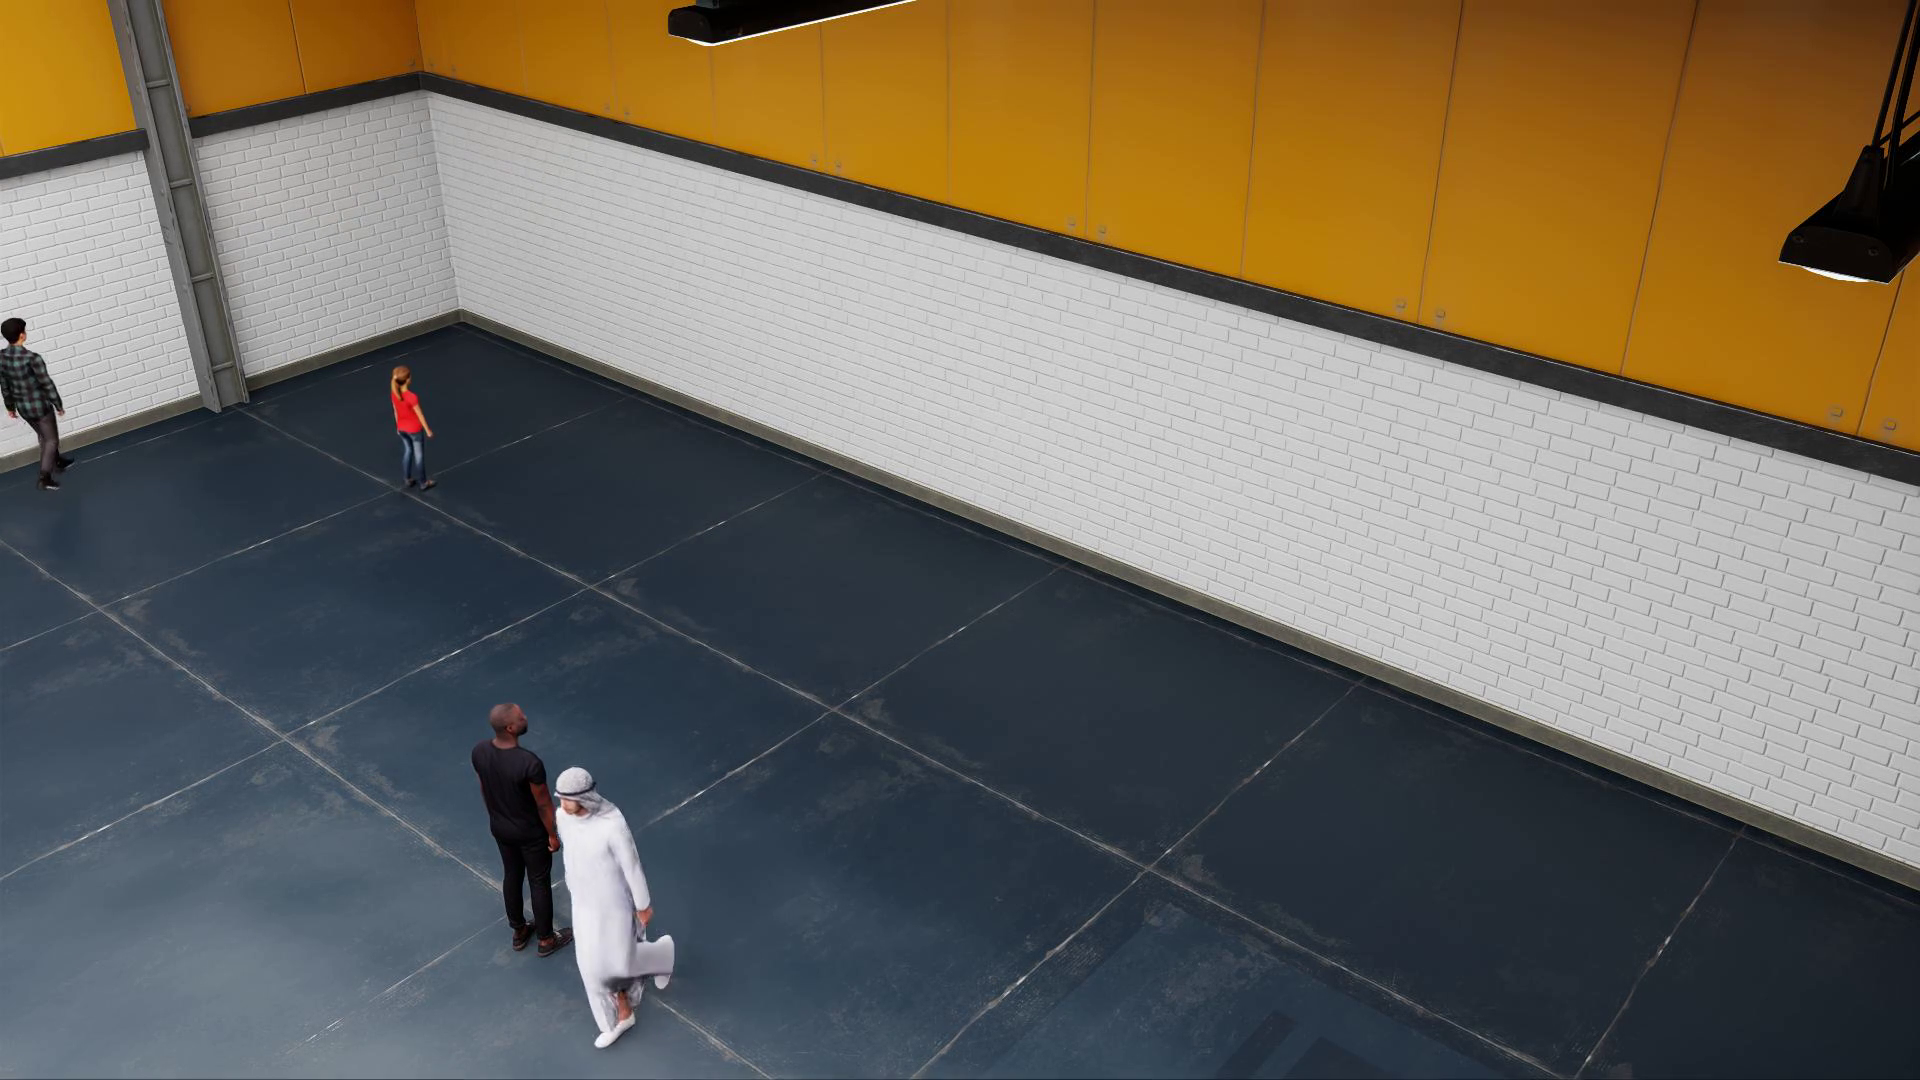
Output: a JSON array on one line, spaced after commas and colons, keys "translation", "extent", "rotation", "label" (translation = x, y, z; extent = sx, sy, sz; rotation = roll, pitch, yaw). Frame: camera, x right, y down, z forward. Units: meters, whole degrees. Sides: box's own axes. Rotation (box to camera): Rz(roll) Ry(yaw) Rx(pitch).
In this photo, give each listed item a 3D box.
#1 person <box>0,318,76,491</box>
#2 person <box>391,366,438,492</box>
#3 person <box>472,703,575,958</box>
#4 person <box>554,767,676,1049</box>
[{"translation": [-8.822, -1.272, 15.789], "extent": [1.006, 1.692, 1.119], "rotation": [4, 29, 7], "label": "person"}, {"translation": [-5.379, -1.064, 16.189], "extent": [0.542, 1.307, 0.581], "rotation": [15, 32, 26], "label": "person"}, {"translation": [-2.748, 1.806, 10.393], "extent": [0.721, 1.818, 0.647], "rotation": [12, 31, 20], "label": "person"}, {"translation": [-2.049, 2.074, 9.821], "extent": [0.802, 1.897, 0.998], "rotation": [14, 32, 25], "label": "person"}]
